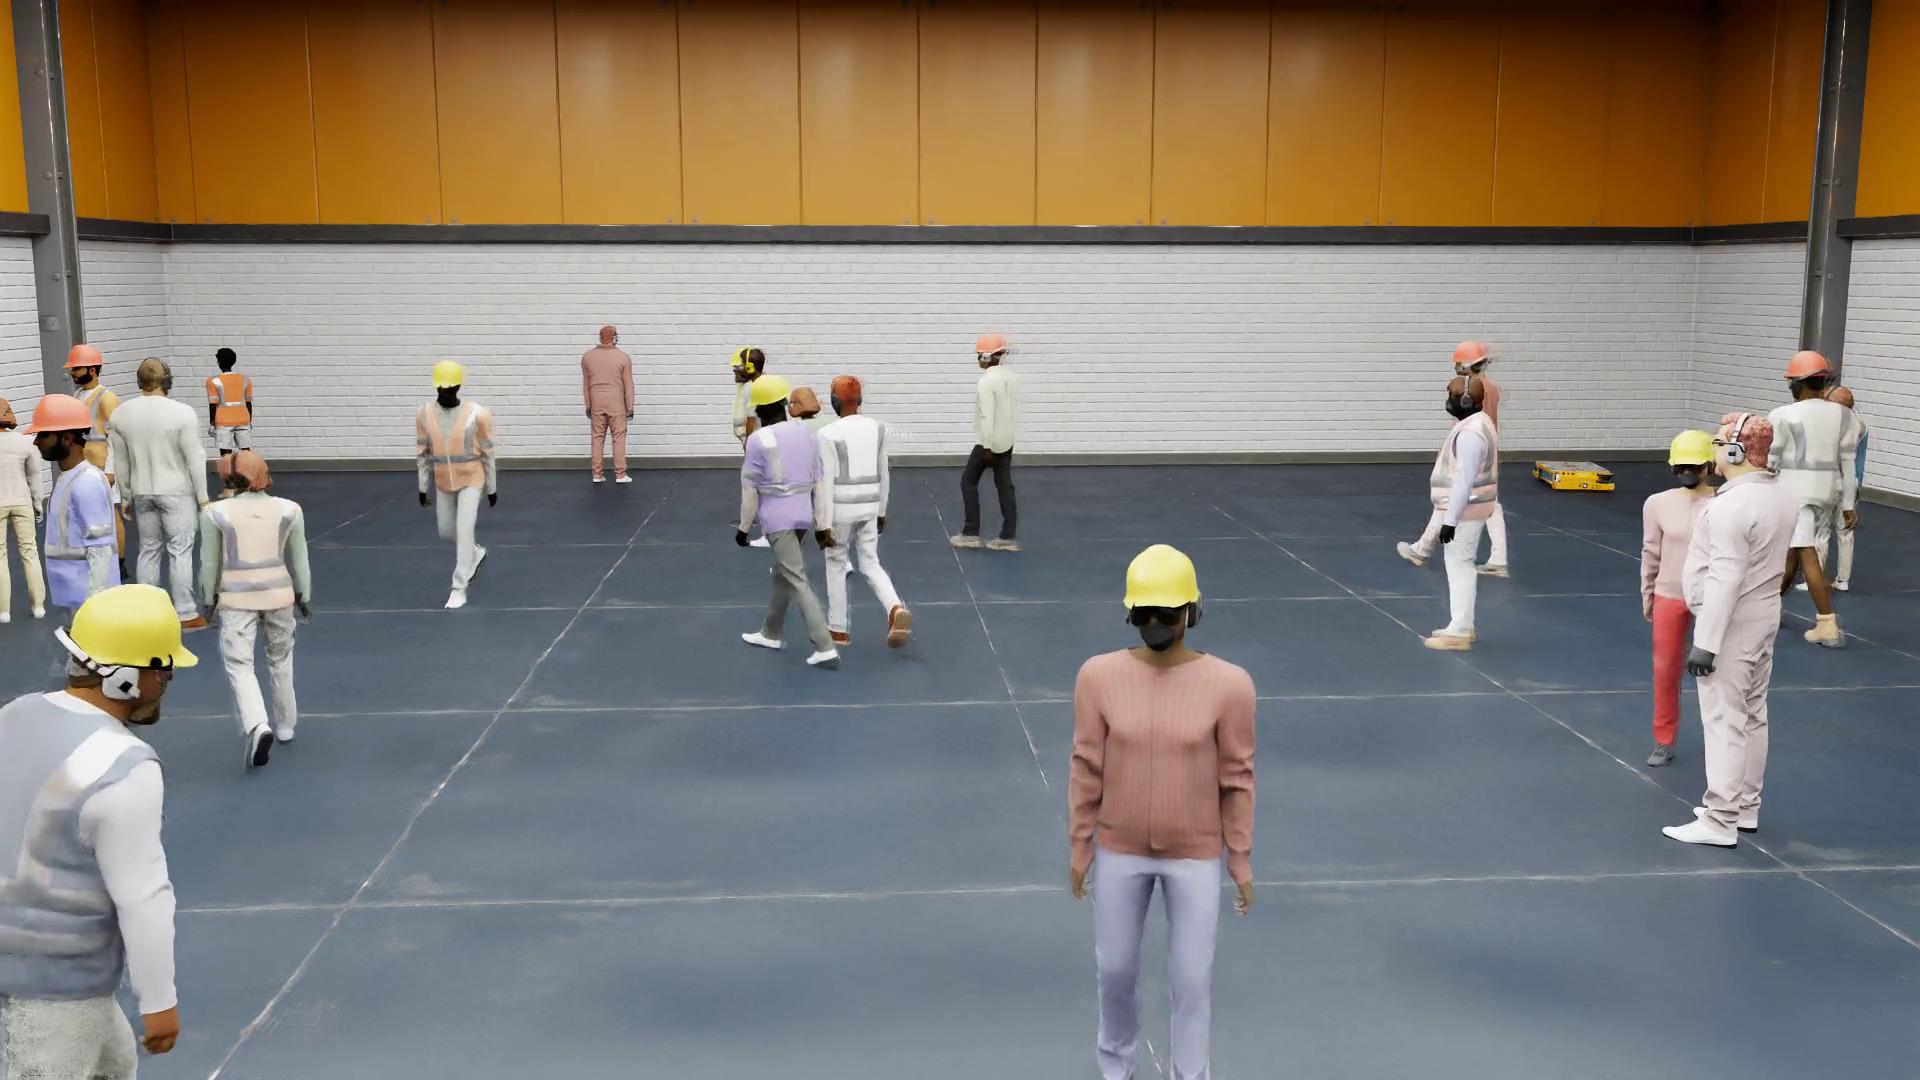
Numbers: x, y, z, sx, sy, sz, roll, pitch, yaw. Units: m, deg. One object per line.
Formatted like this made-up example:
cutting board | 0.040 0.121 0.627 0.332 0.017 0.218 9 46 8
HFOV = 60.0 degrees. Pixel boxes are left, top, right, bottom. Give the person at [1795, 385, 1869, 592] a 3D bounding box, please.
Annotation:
person | 6.858 -0.391 13.072 0.512 1.641 0.307 -1 9 -8

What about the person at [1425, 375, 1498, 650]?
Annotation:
person | 3.349 -0.176 11.096 0.429 1.844 0.635 3 10 20

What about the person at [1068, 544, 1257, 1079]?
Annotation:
person | 0.567 0.884 4.725 0.530 1.779 0.341 2 9 14

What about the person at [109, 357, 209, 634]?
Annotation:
person | -5.548 -0.302 11.579 0.631 1.940 0.375 1 9 7

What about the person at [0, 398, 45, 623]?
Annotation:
person | -6.900 -0.221 12.023 0.281 1.631 0.505 9 13 44

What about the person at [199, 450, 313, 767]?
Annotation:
person | -3.604 0.338 8.579 0.554 1.614 0.753 -6 11 -34

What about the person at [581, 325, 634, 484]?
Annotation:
person | -4.206 -1.621 19.989 0.646 1.903 0.401 2 9 10

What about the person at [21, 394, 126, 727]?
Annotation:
person | -4.251 0.265 8.018 0.362 1.935 0.553 -7 11 -35

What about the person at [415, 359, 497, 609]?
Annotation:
person | -3.806 -0.460 12.741 0.611 1.887 0.844 1 9 9

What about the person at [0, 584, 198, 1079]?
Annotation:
person | -2.102 0.994 3.980 0.615 1.769 0.757 7 11 37

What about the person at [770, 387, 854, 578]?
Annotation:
person | -1.209 -0.462 13.651 0.499 1.595 0.836 -9 12 -43

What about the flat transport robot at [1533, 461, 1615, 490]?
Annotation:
flat transport robot | 7.285 -0.777 19.774 0.652 0.197 1.431 1 9 9

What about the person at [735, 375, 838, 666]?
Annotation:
person | -1.120 -0.128 10.744 0.973 1.870 0.576 6 11 35

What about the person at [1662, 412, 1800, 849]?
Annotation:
person | 3.380 0.393 7.312 0.410 1.909 0.642 9 13 44

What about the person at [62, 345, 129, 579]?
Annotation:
person | -7.069 -0.620 13.573 0.545 1.938 0.356 6 11 31

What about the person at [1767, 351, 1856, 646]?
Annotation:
person | 5.789 -0.304 11.461 0.624 1.983 1.072 -2 9 -10

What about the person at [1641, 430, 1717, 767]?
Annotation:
person | 3.767 0.288 8.502 0.538 1.735 0.637 6 11 34

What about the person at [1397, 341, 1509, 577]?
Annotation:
person | 4.226 -0.691 13.992 0.618 1.939 1.021 -7 11 -37

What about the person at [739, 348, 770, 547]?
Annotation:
person | -1.771 -0.821 15.156 0.463 1.837 0.563 5 10 30

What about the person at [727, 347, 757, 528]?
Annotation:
person | -1.970 -1.031 16.602 0.742 1.797 0.628 -4 10 -26

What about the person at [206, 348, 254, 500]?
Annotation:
person | -8.123 -1.290 18.534 0.320 1.695 0.537 7 11 37

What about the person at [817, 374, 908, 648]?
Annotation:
person | -0.660 -0.174 11.061 0.583 1.859 0.809 -7 11 -37

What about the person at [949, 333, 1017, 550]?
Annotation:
person | 0.212 -0.893 15.175 0.777 1.964 0.639 5 10 30
